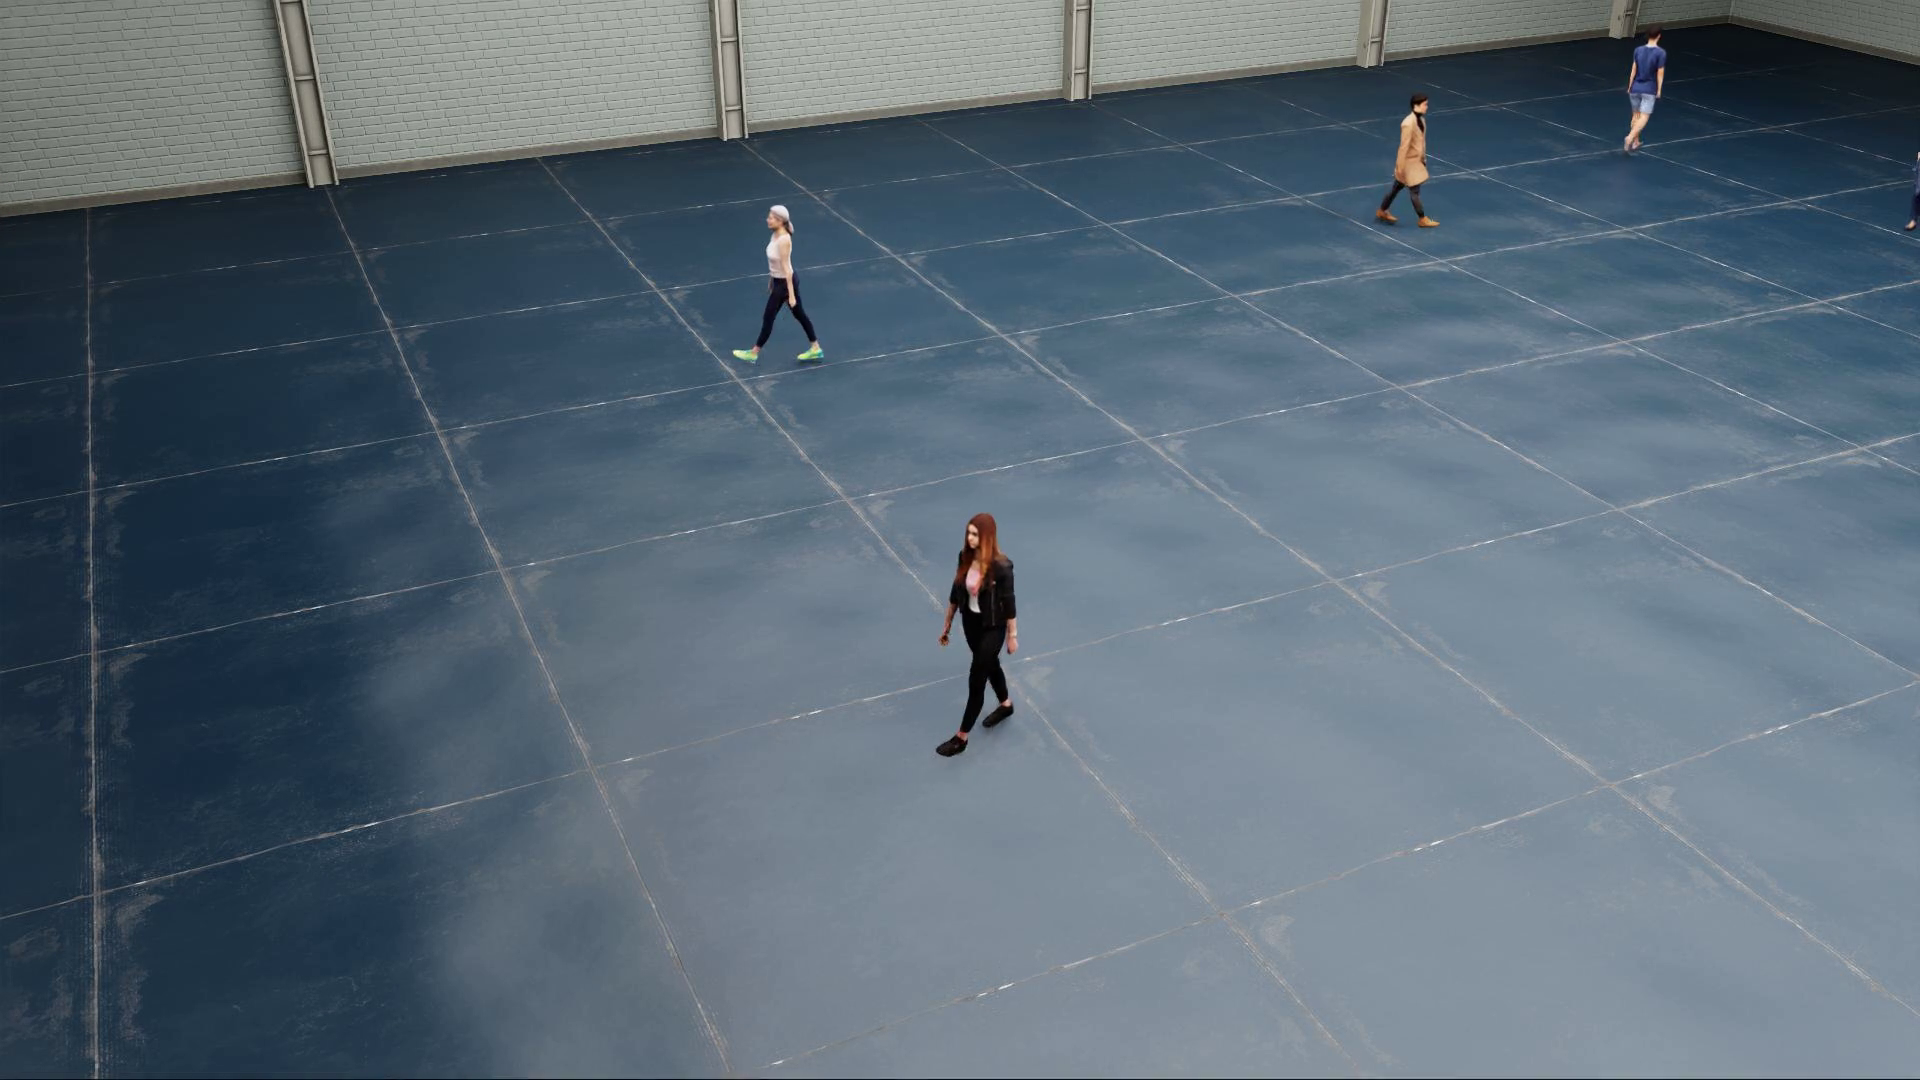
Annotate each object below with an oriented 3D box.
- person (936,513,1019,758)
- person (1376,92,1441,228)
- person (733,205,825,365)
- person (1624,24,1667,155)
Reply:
[{"bbox_3d":[0.230,0.559,11.074,1.135,1.678,0.854,-25,37,-38],"label":"person"},{"bbox_3d":[5.657,-4.833,21.197,1.104,1.679,1.145,16,32,28],"label":"person"},{"bbox_3d":[-1.696,-2.571,16.975,1.227,1.656,0.816,-6,29,-10],"label":"person"},{"bbox_3d":[9.955,-6.555,24.277,0.902,1.823,1.161,22,35,35],"label":"person"}]
